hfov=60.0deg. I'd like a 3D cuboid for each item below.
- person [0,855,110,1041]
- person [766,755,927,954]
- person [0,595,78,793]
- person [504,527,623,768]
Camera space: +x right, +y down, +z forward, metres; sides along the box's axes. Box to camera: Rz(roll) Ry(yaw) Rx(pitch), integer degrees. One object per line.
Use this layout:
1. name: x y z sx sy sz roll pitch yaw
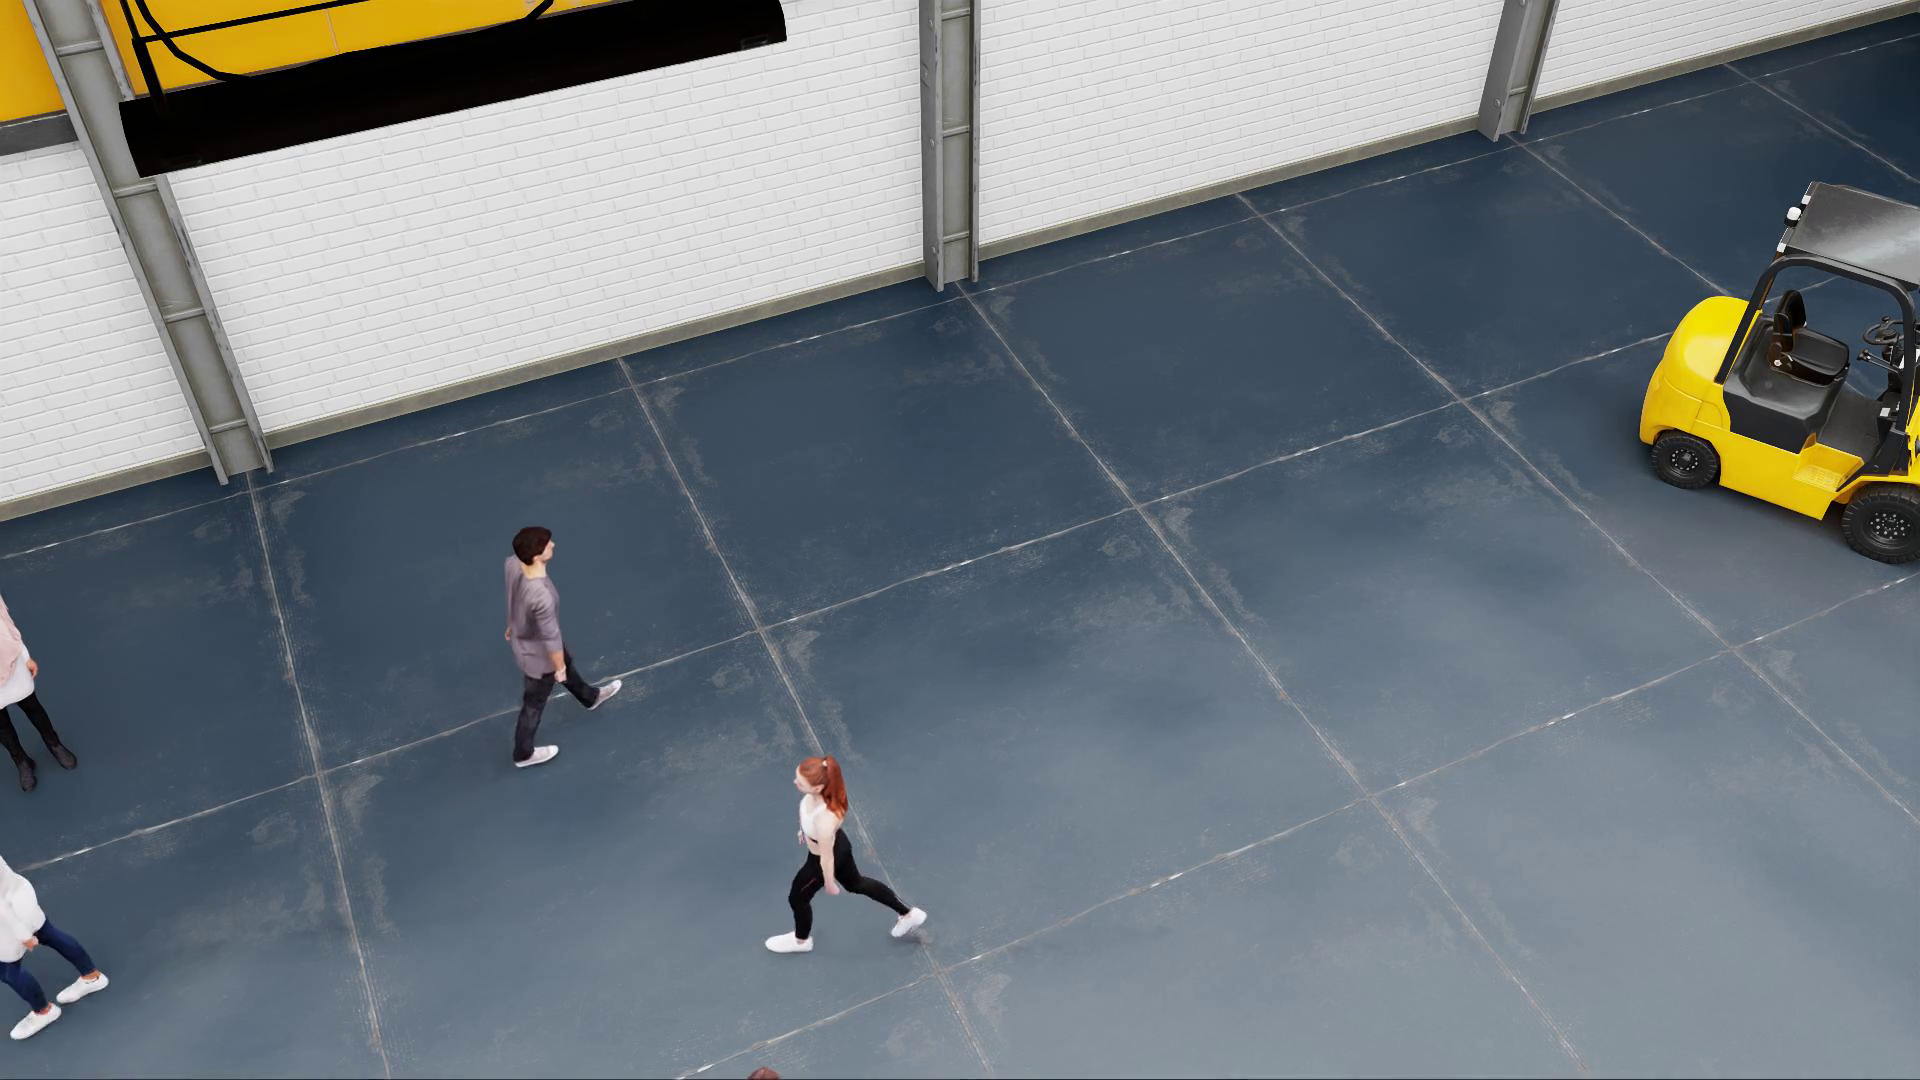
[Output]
1. person: -4.990 1.945 8.911 0.764 1.759 0.637 -21 48 -21
2. person: -0.639 1.738 9.165 1.231 1.708 0.923 0 44 0
3. person: -5.875 0.794 10.086 0.631 1.804 0.763 -31 52 -28
4. person: -2.664 0.680 10.206 1.104 1.803 0.779 -24 49 -23
